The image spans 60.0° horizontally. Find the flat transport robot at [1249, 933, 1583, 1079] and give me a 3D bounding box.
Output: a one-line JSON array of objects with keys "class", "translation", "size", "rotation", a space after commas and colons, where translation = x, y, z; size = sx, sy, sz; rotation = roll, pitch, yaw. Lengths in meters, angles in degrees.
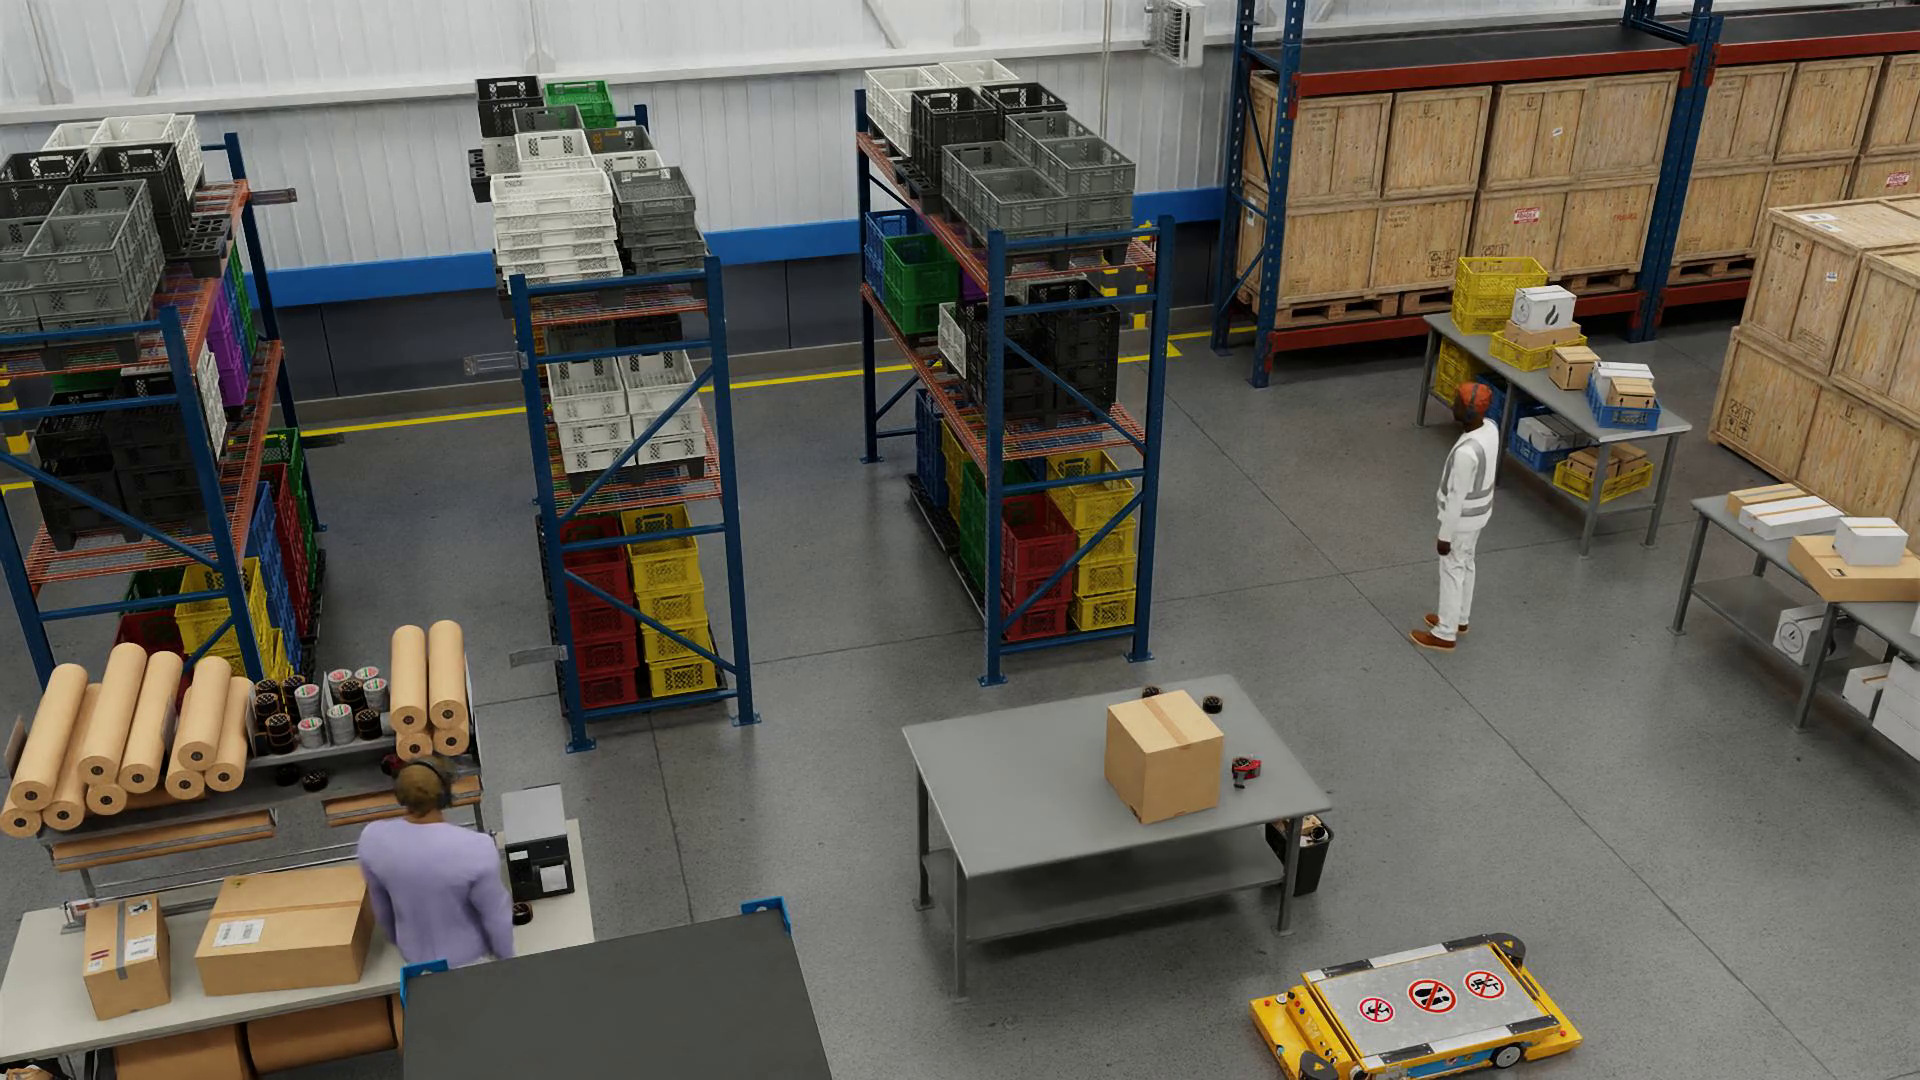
[{"class": "flat transport robot", "translation": [2.184, 2.282, 7.980], "size": [1.431, 0.197, 0.652], "rotation": [-8, 30, -14]}]

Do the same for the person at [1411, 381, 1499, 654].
[{"class": "person", "translation": [3.238, -0.145, 10.747], "size": [0.346, 1.877, 0.578], "rotation": [17, 33, 28]}]

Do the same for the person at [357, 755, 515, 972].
[{"class": "person", "translation": [-2.214, 1.764, 7.218], "size": [0.631, 1.932, 0.372], "rotation": [5, 29, 9]}]
